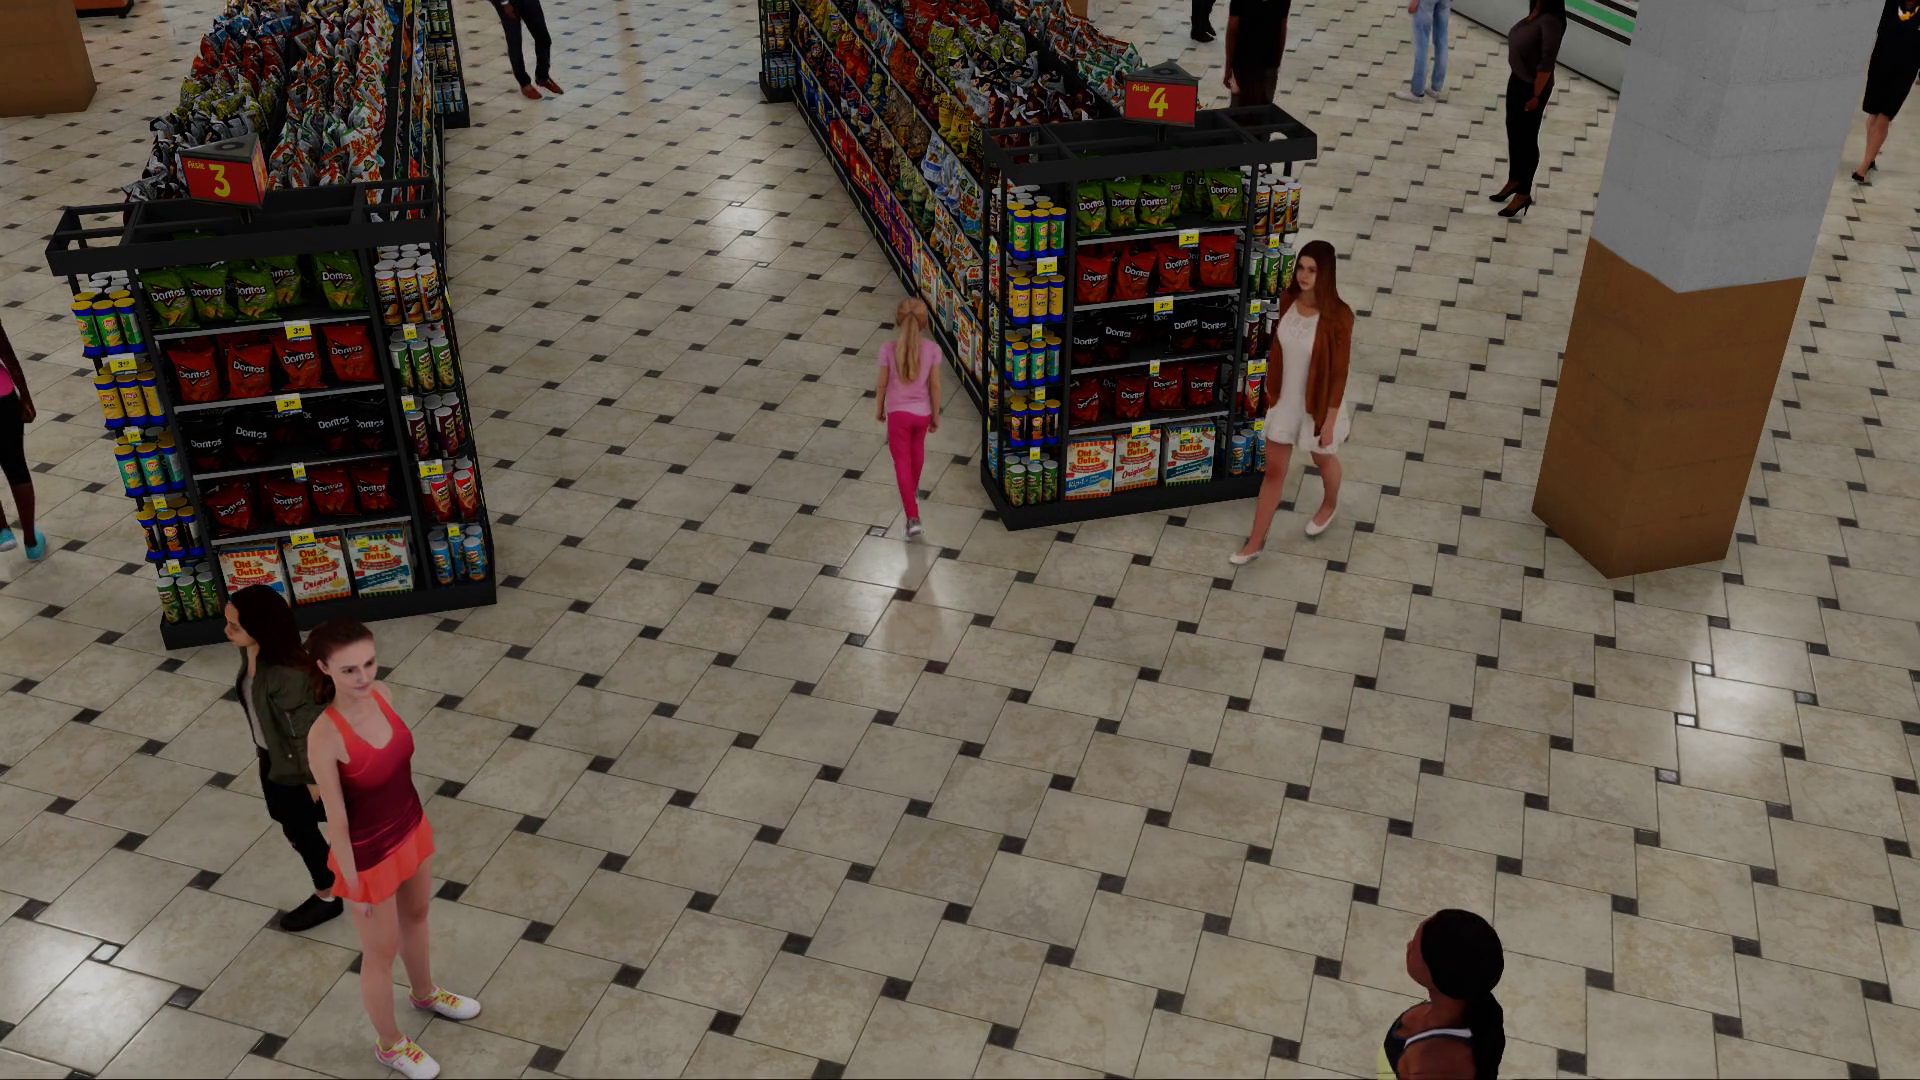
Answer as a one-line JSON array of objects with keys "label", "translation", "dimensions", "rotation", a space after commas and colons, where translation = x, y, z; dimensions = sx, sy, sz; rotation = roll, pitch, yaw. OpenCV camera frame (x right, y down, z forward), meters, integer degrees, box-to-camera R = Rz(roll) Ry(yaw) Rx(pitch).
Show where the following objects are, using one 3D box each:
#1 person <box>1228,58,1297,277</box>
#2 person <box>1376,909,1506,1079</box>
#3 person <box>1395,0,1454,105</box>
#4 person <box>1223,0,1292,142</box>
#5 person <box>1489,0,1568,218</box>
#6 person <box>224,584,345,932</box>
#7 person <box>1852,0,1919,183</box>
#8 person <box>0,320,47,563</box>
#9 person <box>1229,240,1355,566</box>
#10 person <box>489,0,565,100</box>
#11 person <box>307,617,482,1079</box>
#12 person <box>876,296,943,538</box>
[{"label": "person", "translation": [1.939, -2.319, 10.880], "dimensions": [1.065, 1.619, 0.980], "rotation": [23, 39, 32]}, {"label": "person", "translation": [1.269, 1.685, 4.327], "dimensions": [0.849, 1.743, 0.782], "rotation": [19, 37, 28]}, {"label": "person", "translation": [4.182, -4.815, 14.672], "dimensions": [0.716, 1.849, 0.656], "rotation": [-19, 37, -28]}, {"label": "person", "translation": [2.270, -3.733, 13.011], "dimensions": [0.892, 1.768, 1.279], "rotation": [1, 32, 1]}, {"label": "person", "translation": [4.223, -3.328, 12.290], "dimensions": [0.788, 1.842, 0.654], "rotation": [3, 32, 4]}, {"label": "person", "translation": [-2.365, 0.764, 6.070], "dimensions": [0.804, 1.465, 0.802], "rotation": [-22, 38, -31]}, {"label": "person", "translation": [7.293, -3.645, 13.001], "dimensions": [1.122, 1.629, 1.123], "rotation": [23, 39, 32]}, {"label": "person", "translation": [-4.751, -0.618, 8.056], "dimensions": [0.615, 1.714, 0.690], "rotation": [-13, 34, -19]}, {"label": "person", "translation": [1.764, -0.704, 8.226], "dimensions": [1.122, 1.680, 1.063], "rotation": [26, 41, 36]}, {"label": "person", "translation": [-4.006, -4.801, 14.699], "dimensions": [0.828, 1.798, 0.817], "rotation": [23, 39, 32]}, {"label": "person", "translation": [-1.882, 0.996, 5.428], "dimensions": [0.708, 1.750, 0.614], "rotation": [9, 33, 14]}, {"label": "person", "translation": [-0.255, -0.617, 8.491], "dimensions": [0.492, 1.252, 0.913], "rotation": [-7, 33, -11]}]
